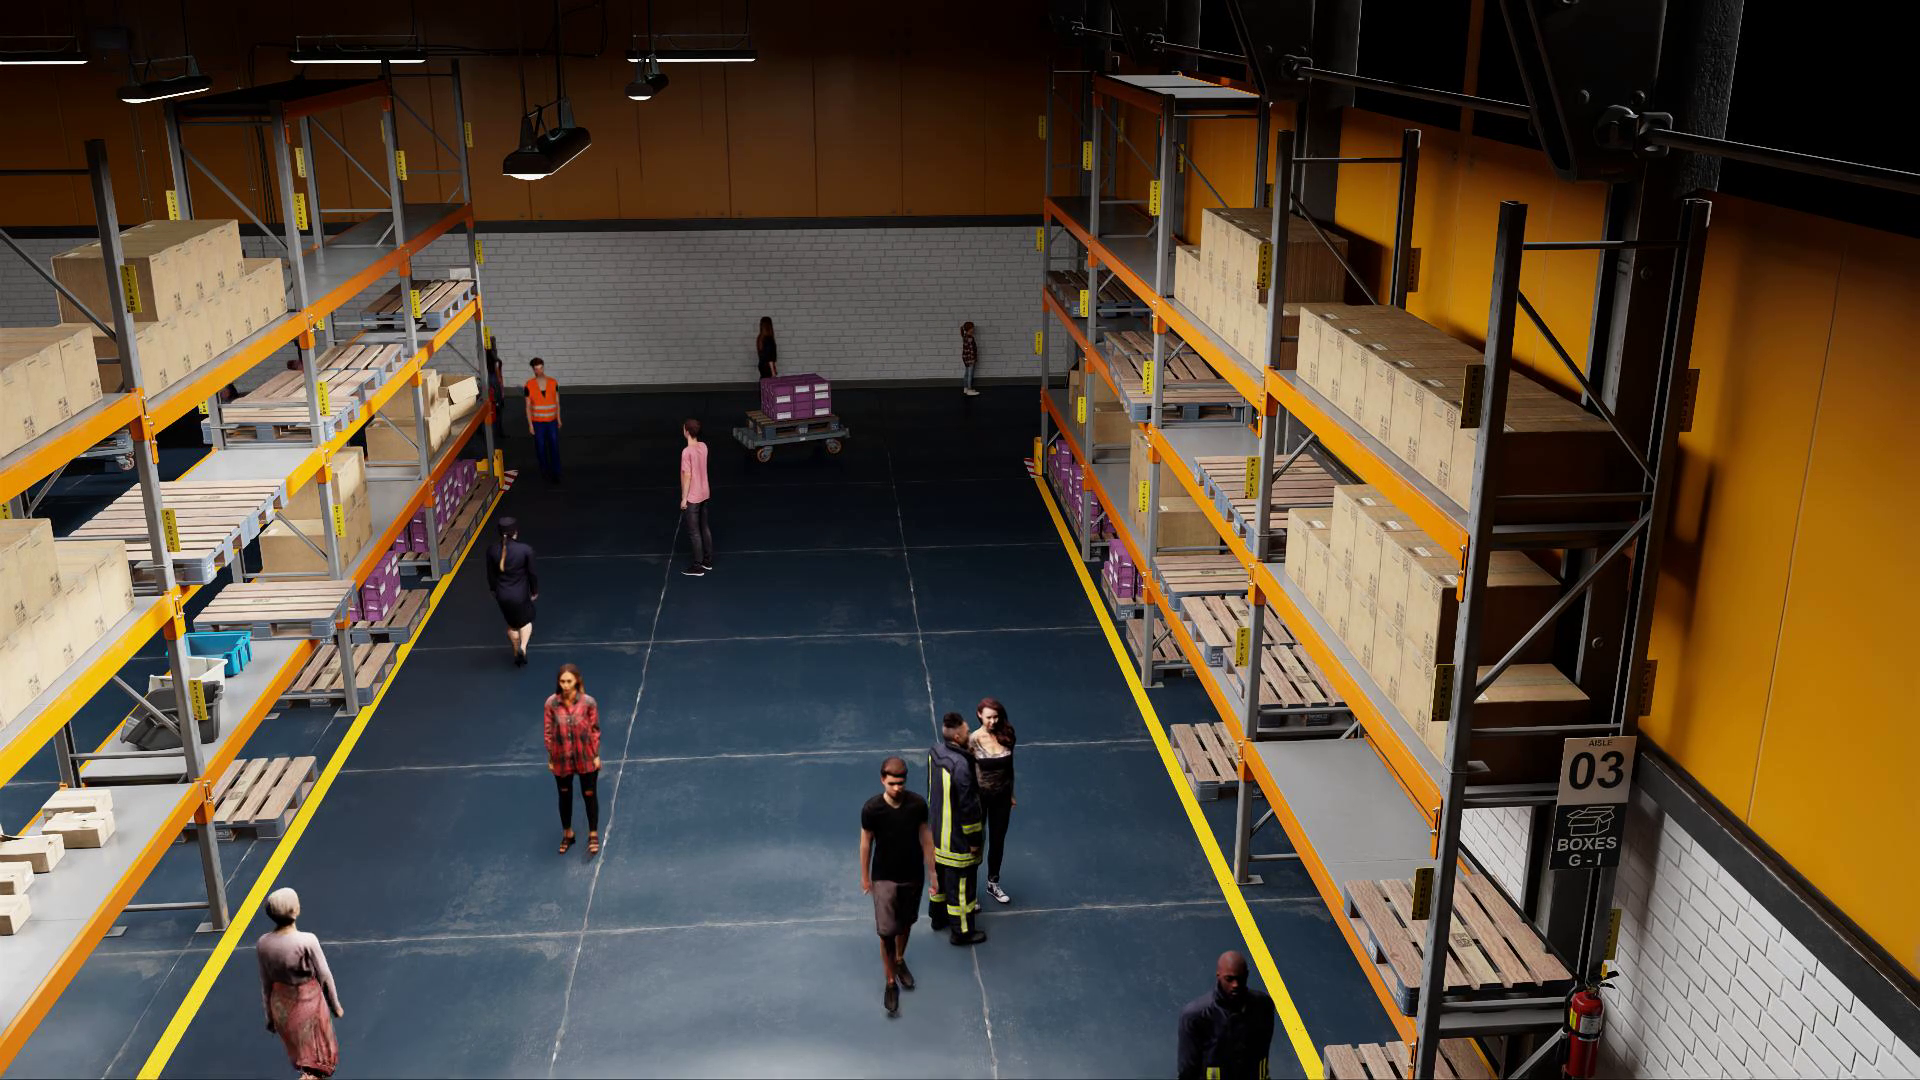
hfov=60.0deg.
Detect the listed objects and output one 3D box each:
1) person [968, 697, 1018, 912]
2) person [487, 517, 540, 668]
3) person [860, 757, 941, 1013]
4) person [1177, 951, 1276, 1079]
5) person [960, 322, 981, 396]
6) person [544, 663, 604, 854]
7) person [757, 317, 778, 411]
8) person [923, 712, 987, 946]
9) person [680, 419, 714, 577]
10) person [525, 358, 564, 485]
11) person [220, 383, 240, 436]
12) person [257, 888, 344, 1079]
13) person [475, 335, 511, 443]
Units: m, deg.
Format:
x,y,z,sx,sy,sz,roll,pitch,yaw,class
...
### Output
x,y,z,sx,sy,sz,roll,pitch,yaw,class
0.221,2.049,13.081,0.679,1.769,0.657,-9,20,-24,person
-4.736,0.596,17.563,0.711,1.662,0.699,0,19,-1,person
-0.464,2.370,12.012,0.786,1.842,0.924,-6,20,-18,person
1.534,3.178,9.646,0.782,1.822,0.712,-4,19,-13,person
0.162,-3.233,29.491,0.633,1.306,0.526,-6,19,-17,person
-3.213,1.814,13.885,0.616,1.701,0.553,-1,19,-2,person
-3.260,-2.883,27.818,0.723,1.710,0.581,-8,20,-23,person
-0.043,2.152,12.622,0.924,1.867,0.798,-11,21,-29,person
-3.251,-0.539,20.469,0.771,1.958,0.641,7,20,21,person
-6.086,-1.739,24.227,0.906,1.834,1.307,-7,20,-20,person
-10.110,-1.380,23.406,0.931,1.678,1.246,5,19,16,person
-4.155,3.004,10.405,0.770,1.667,1.067,3,19,10,person
-7.427,-2.353,26.224,0.851,1.724,0.948,12,22,31,person
